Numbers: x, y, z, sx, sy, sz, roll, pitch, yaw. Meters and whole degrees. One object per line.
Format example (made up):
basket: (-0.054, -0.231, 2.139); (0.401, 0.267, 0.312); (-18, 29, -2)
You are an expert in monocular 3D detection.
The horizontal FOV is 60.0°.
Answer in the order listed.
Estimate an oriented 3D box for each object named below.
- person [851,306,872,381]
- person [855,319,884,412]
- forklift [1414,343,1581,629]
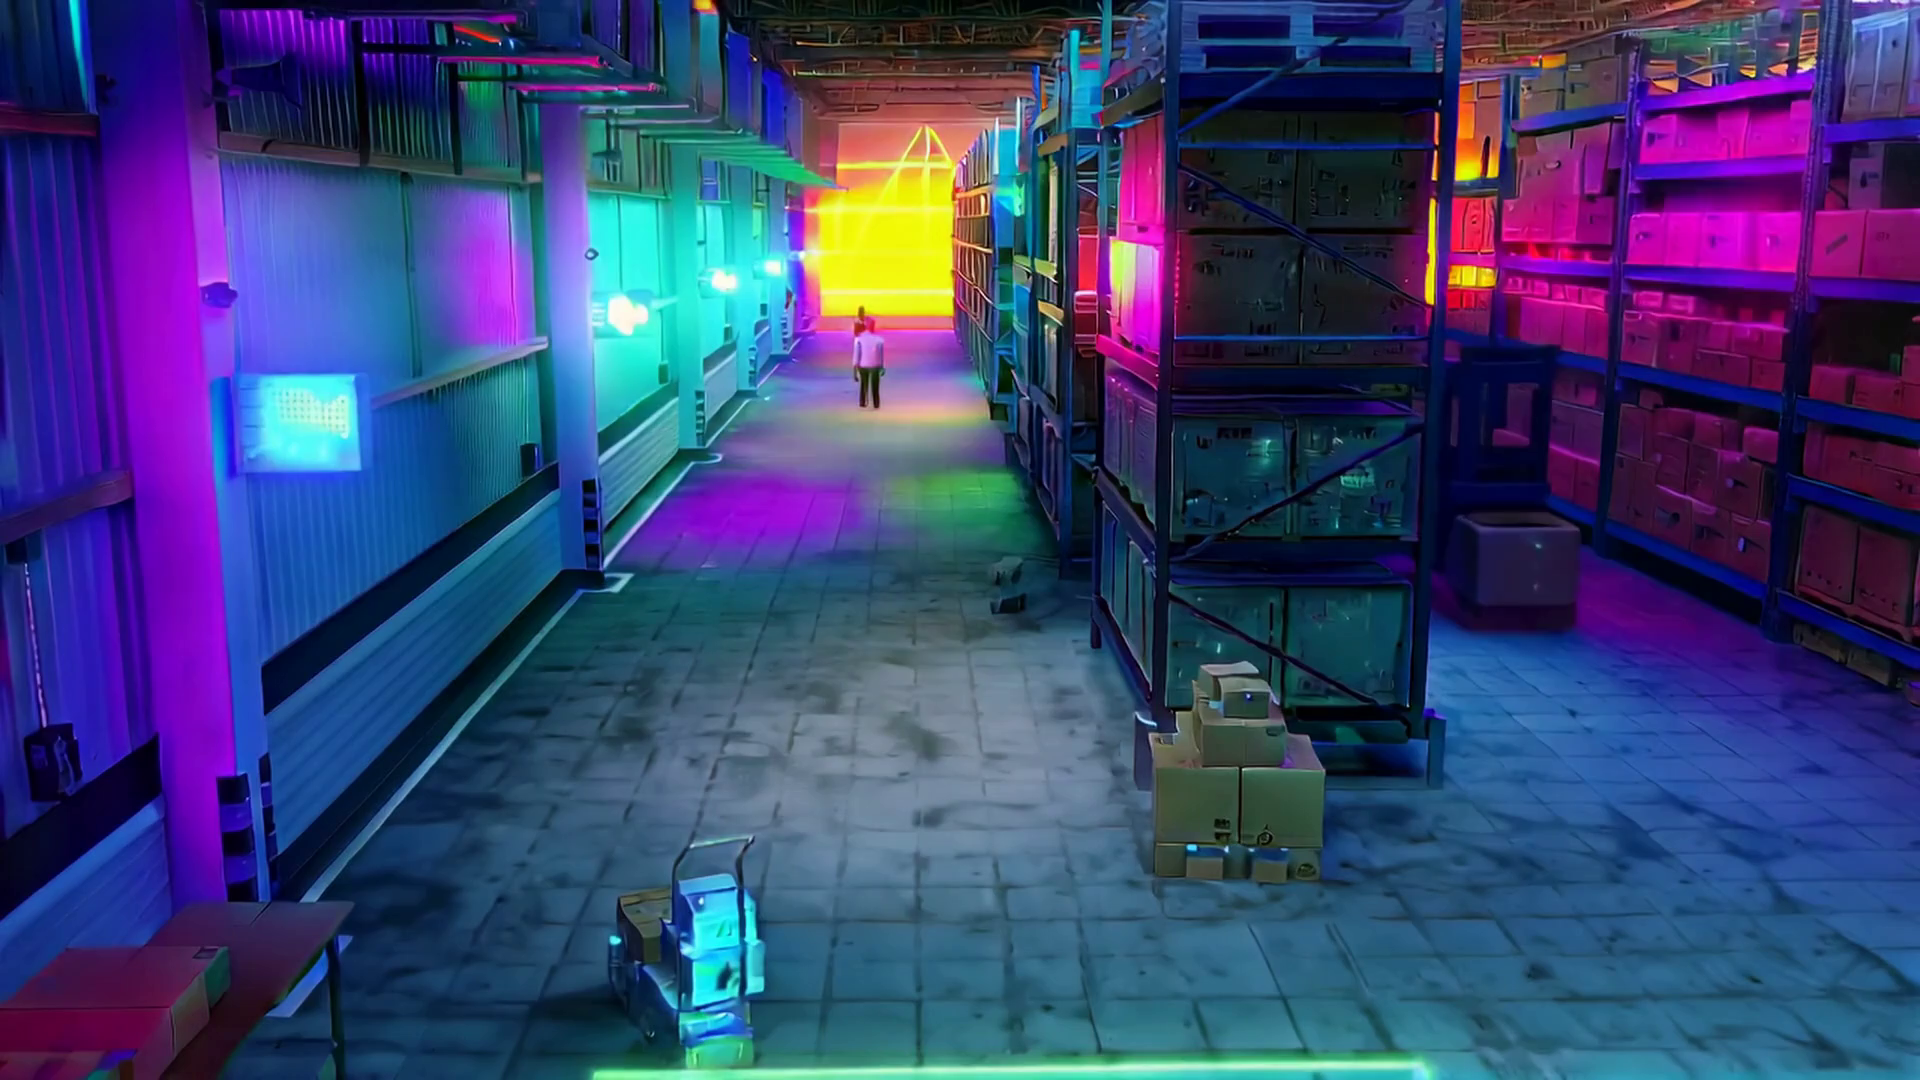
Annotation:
person: (-2.517, -5.040, 42.616); (0.593, 1.910, 0.388); (-5, 12, -24)
person: (-1.932, -3.711, 35.501); (0.617, 1.988, 0.402); (0, 11, 1)
forklift: (5.566, -0.618, 17.067); (1.129, 2.768, 1.873); (0, 11, -2)
